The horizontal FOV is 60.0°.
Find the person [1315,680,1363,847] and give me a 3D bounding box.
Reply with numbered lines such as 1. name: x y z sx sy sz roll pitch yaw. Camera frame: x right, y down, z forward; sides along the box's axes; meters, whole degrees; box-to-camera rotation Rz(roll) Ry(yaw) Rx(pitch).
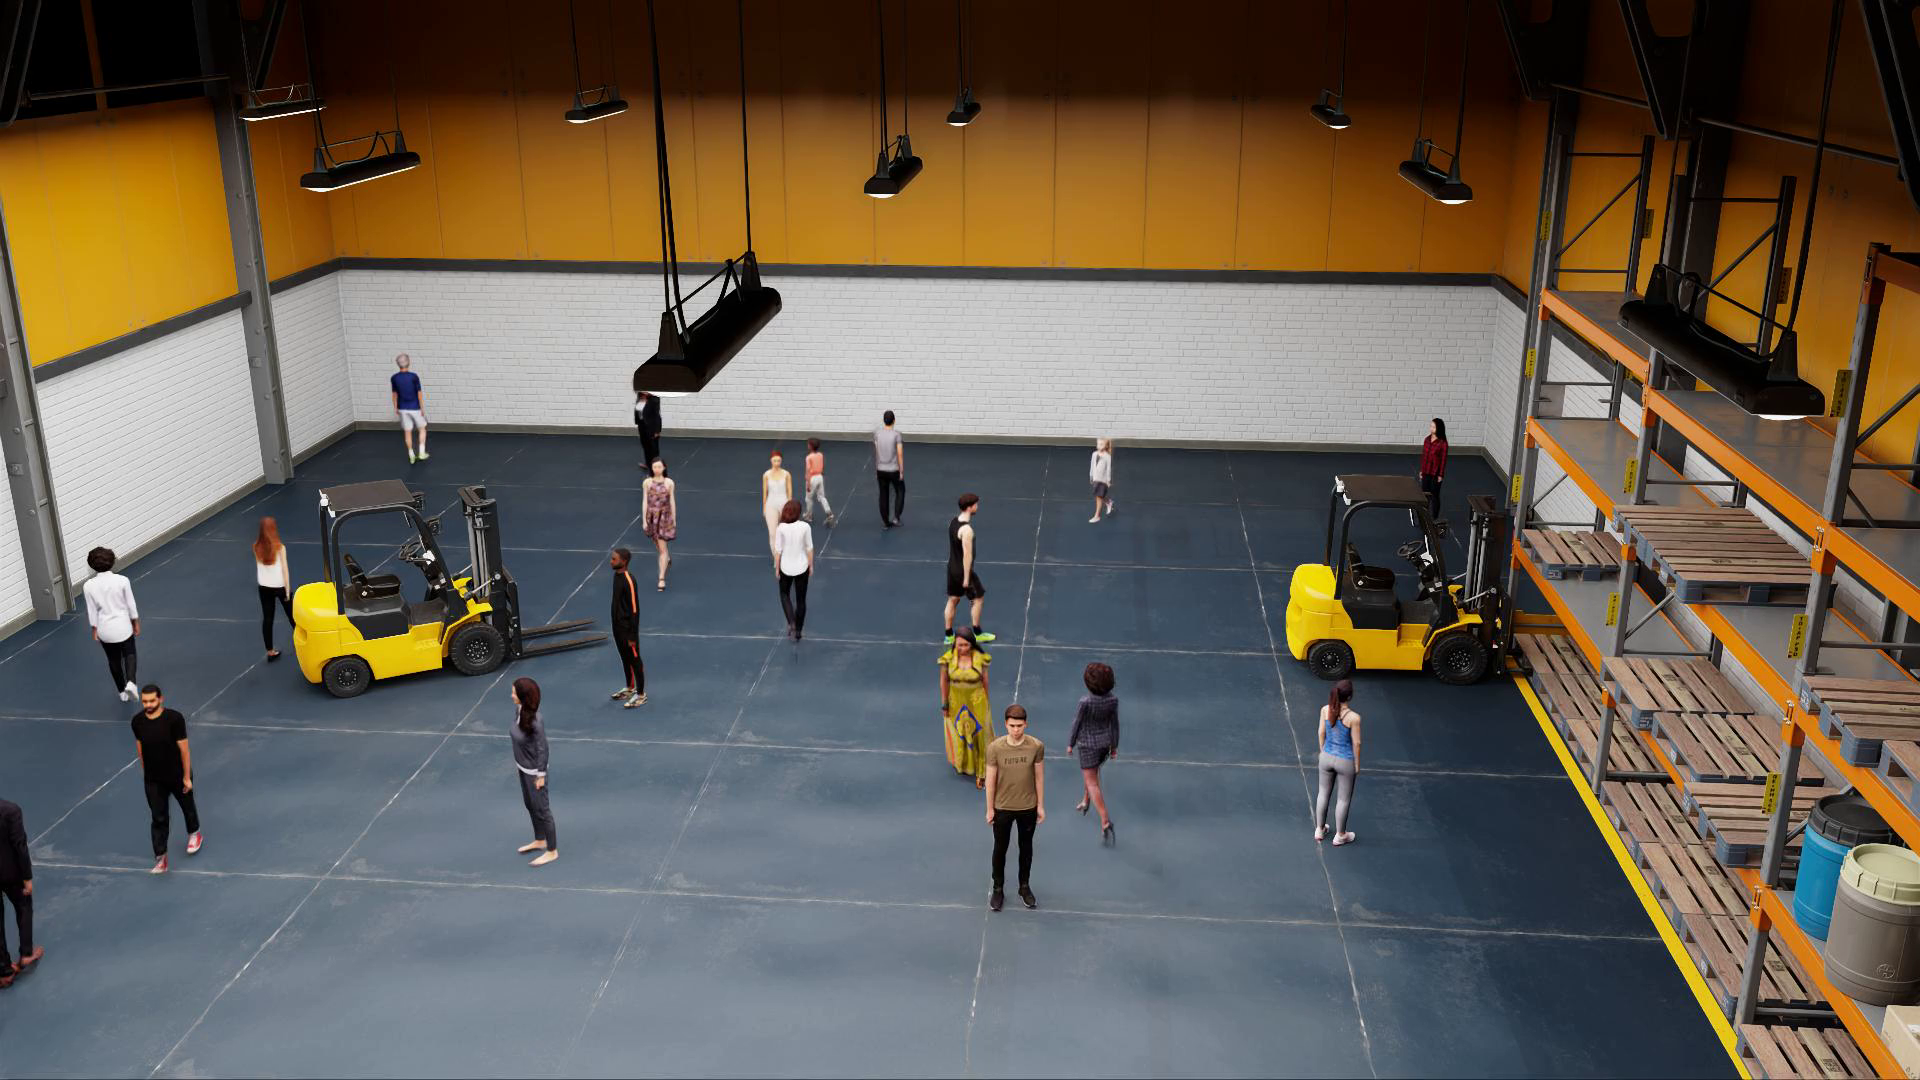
1. person: 3.481 2.031 15.310 0.660 1.609 0.693 14 23 36

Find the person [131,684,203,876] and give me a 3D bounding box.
1. person: -7.100 2.080 14.990 0.823 1.721 1.164 -3 19 -9

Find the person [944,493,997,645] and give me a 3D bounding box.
1. person: -0.054 0.370 19.835 0.982 1.869 0.936 -10 21 -27

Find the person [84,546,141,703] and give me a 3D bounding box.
1. person: -9.249 0.962 18.189 0.883 1.797 1.021 -8 20 -23

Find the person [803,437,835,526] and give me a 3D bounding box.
1. person: -2.077 -0.855 24.363 0.855 1.300 0.899 -16 24 -39

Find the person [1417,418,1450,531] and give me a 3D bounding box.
1. person: 6.887 -0.977 24.175 0.717 1.652 0.630 -11 22 -30

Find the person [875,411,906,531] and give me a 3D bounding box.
1. person: -1.064 -0.988 24.063 0.663 1.744 0.672 6 20 18

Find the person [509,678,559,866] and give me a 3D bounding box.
1. person: -3.846 2.057 14.985 0.739 1.768 0.672 -14 23 -36

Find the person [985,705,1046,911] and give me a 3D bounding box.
1. person: 0.474 2.263 14.239 0.718 1.853 0.653 -2 19 -7

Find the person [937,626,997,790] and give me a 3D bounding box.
1. person: 0.054 1.592 16.579 0.852 1.632 0.948 0 19 0

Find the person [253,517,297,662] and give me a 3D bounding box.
1. person: -8.061 0.603 19.436 0.596 1.682 1.031 1 19 3

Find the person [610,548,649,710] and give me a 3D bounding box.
1. person: -3.651 0.942 18.232 0.762 1.808 0.677 -12 22 -31

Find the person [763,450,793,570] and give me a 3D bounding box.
1. person: -2.480 -0.445 22.634 0.654 1.627 0.885 -2 19 -5

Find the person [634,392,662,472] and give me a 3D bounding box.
1. person: -5.026 -1.840 26.842 0.883 1.585 0.911 -18 25 -42

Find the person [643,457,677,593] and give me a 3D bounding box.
1. person: -3.947 -0.244 21.865 0.694 1.738 1.182 0 19 -1

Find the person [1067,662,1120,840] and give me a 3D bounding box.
1. person: 1.276 1.978 15.383 0.948 1.664 1.120 -9 21 -25

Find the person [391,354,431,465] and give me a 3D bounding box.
1. person: -9.073 -2.143 27.365 0.706 1.826 0.683 -1 19 -3

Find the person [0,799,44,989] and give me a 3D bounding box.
1. person: -7.595 2.660 13.048 0.820 1.860 0.838 -4 19 -13

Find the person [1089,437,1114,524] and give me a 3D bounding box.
1. person: 2.112 -0.911 24.590 0.863 1.261 0.800 -16 24 -39

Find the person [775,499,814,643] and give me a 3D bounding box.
1. person: -1.973 0.407 19.860 0.689 1.783 0.693 -3 19 -10
